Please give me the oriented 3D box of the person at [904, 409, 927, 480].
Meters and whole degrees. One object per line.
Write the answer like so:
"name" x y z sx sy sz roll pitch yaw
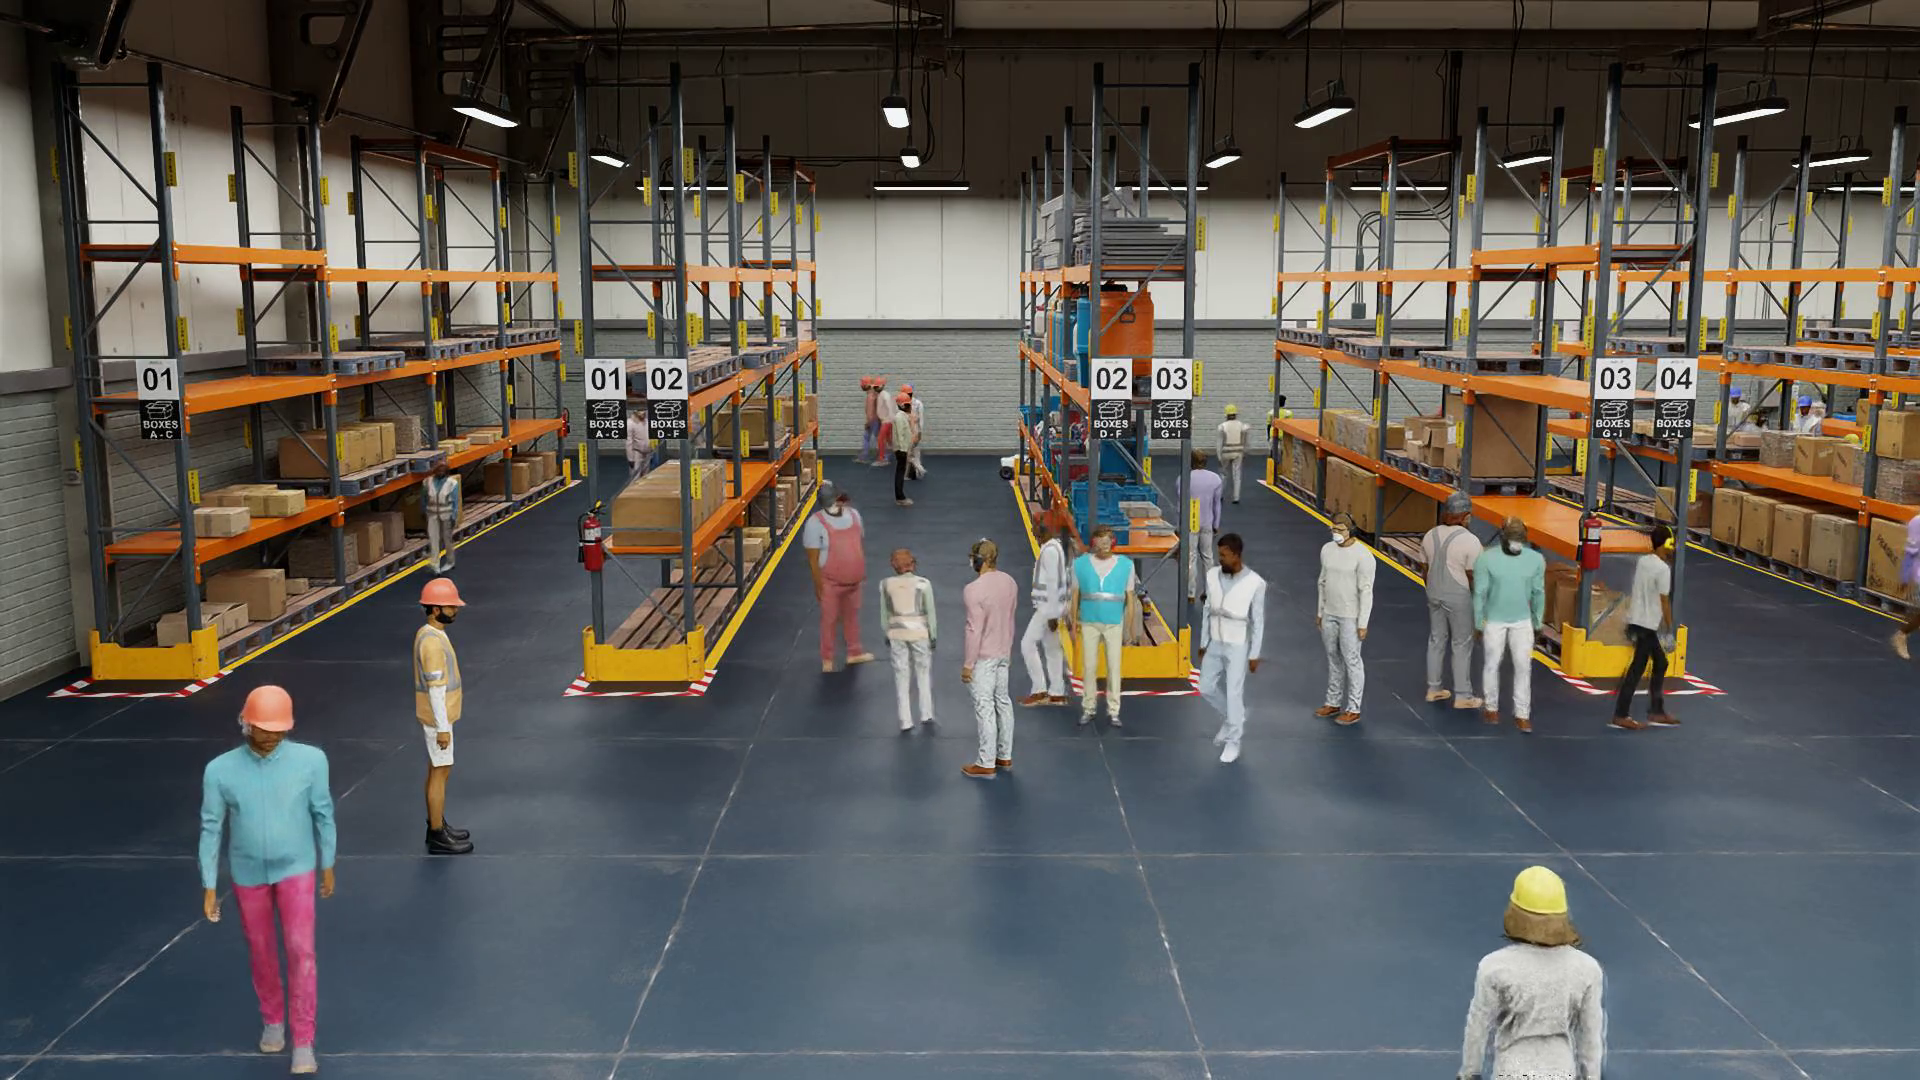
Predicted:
"person" -0.961 -1.972 33.165 0.626 1.617 0.528 2 9 15

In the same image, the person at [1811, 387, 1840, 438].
"person" 17.545 -2.184 33.752 0.607 1.868 1.036 -4 10 -22

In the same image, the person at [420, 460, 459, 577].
"person" -7.066 -0.303 22.577 0.554 1.576 0.851 -1 9 -5

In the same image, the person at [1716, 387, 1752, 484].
"person" 15.261 -2.052 32.785 0.618 1.893 0.960 3 9 17

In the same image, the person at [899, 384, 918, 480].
"person" -1.039 -2.161 33.418 0.388 1.928 0.549 -2 9 -10

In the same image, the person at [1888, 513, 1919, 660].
"person" 9.963 0.342 17.118 0.617 2.004 1.008 -2 9 -11

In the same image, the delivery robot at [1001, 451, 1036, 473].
"delivery robot" 1.187 -1.548 33.563 0.707 0.478 0.477 1 9 6

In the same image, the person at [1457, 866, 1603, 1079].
"person" 2.218 2.113 6.567 0.494 1.715 0.721 -1 9 -7

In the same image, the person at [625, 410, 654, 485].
"person" -5.573 -1.455 28.984 0.398 1.897 0.640 4 10 27

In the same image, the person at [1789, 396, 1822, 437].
"person" 15.077 -1.608 29.786 0.602 1.948 0.387 8 12 41

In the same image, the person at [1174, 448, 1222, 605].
"person" 2.932 -0.170 20.565 0.635 1.937 0.352 -3 9 -21

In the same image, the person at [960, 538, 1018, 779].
"person" 0.225 0.947 13.380 0.353 1.937 0.635 6 11 35

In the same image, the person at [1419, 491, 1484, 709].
"person" 4.677 0.547 15.626 0.537 2.000 0.682 -5 10 -31

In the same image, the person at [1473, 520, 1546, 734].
"person" 4.863 0.760 14.710 0.640 1.896 0.858 1 9 6

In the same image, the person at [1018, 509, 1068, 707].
"person" 0.746 0.639 15.581 0.584 1.866 0.594 1 9 8

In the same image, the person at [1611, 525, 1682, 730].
"person" 6.178 0.784 14.776 0.744 1.822 0.658 0 9 3

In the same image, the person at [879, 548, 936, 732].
"person" -0.463 0.878 14.885 0.537 1.602 0.612 2 9 10

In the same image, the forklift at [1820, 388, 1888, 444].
"forklift" 20.072 -3.110 36.462 1.873 2.768 1.129 0 9 0

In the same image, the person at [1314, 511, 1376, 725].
"person" 3.467 0.696 15.033 0.375 1.933 0.625 -5 10 -31

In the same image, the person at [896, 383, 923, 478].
"person" -1.039 -2.220 33.757 0.611 1.938 0.413 3 9 21

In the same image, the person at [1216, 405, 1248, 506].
"person" 4.850 -1.523 29.768 0.598 1.782 0.936 -1 9 -4

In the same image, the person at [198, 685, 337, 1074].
"person" -3.476 1.713 8.372 0.641 1.958 0.876 -3 9 -19

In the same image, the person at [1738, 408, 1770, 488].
"person" 13.642 -1.336 28.458 0.541 1.822 0.962 -2 9 -11

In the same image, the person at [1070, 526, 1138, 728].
"person" 1.284 0.776 14.882 0.607 1.822 0.451 1 9 8

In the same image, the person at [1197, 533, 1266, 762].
"person" 2.264 0.880 13.912 0.445 1.904 0.623 -9 12 -44

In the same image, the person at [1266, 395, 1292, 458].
"person" 6.479 -2.094 33.710 0.539 1.698 0.318 4 10 22

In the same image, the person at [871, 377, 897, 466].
"person" -1.528 -2.577 36.083 0.855 1.947 0.639 -3 9 -19

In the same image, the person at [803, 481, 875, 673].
"person" -1.153 0.326 17.044 0.891 2.000 0.535 -8 12 -43

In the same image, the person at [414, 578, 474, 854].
"person" -3.609 1.221 11.627 0.363 1.934 0.553 -3 9 -19

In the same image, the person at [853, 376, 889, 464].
"person" -1.979 -2.614 36.255 0.881 1.941 0.622 -1 9 -7

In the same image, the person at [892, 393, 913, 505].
"person" -1.020 -1.624 29.736 0.379 1.996 0.611 0 9 -2
